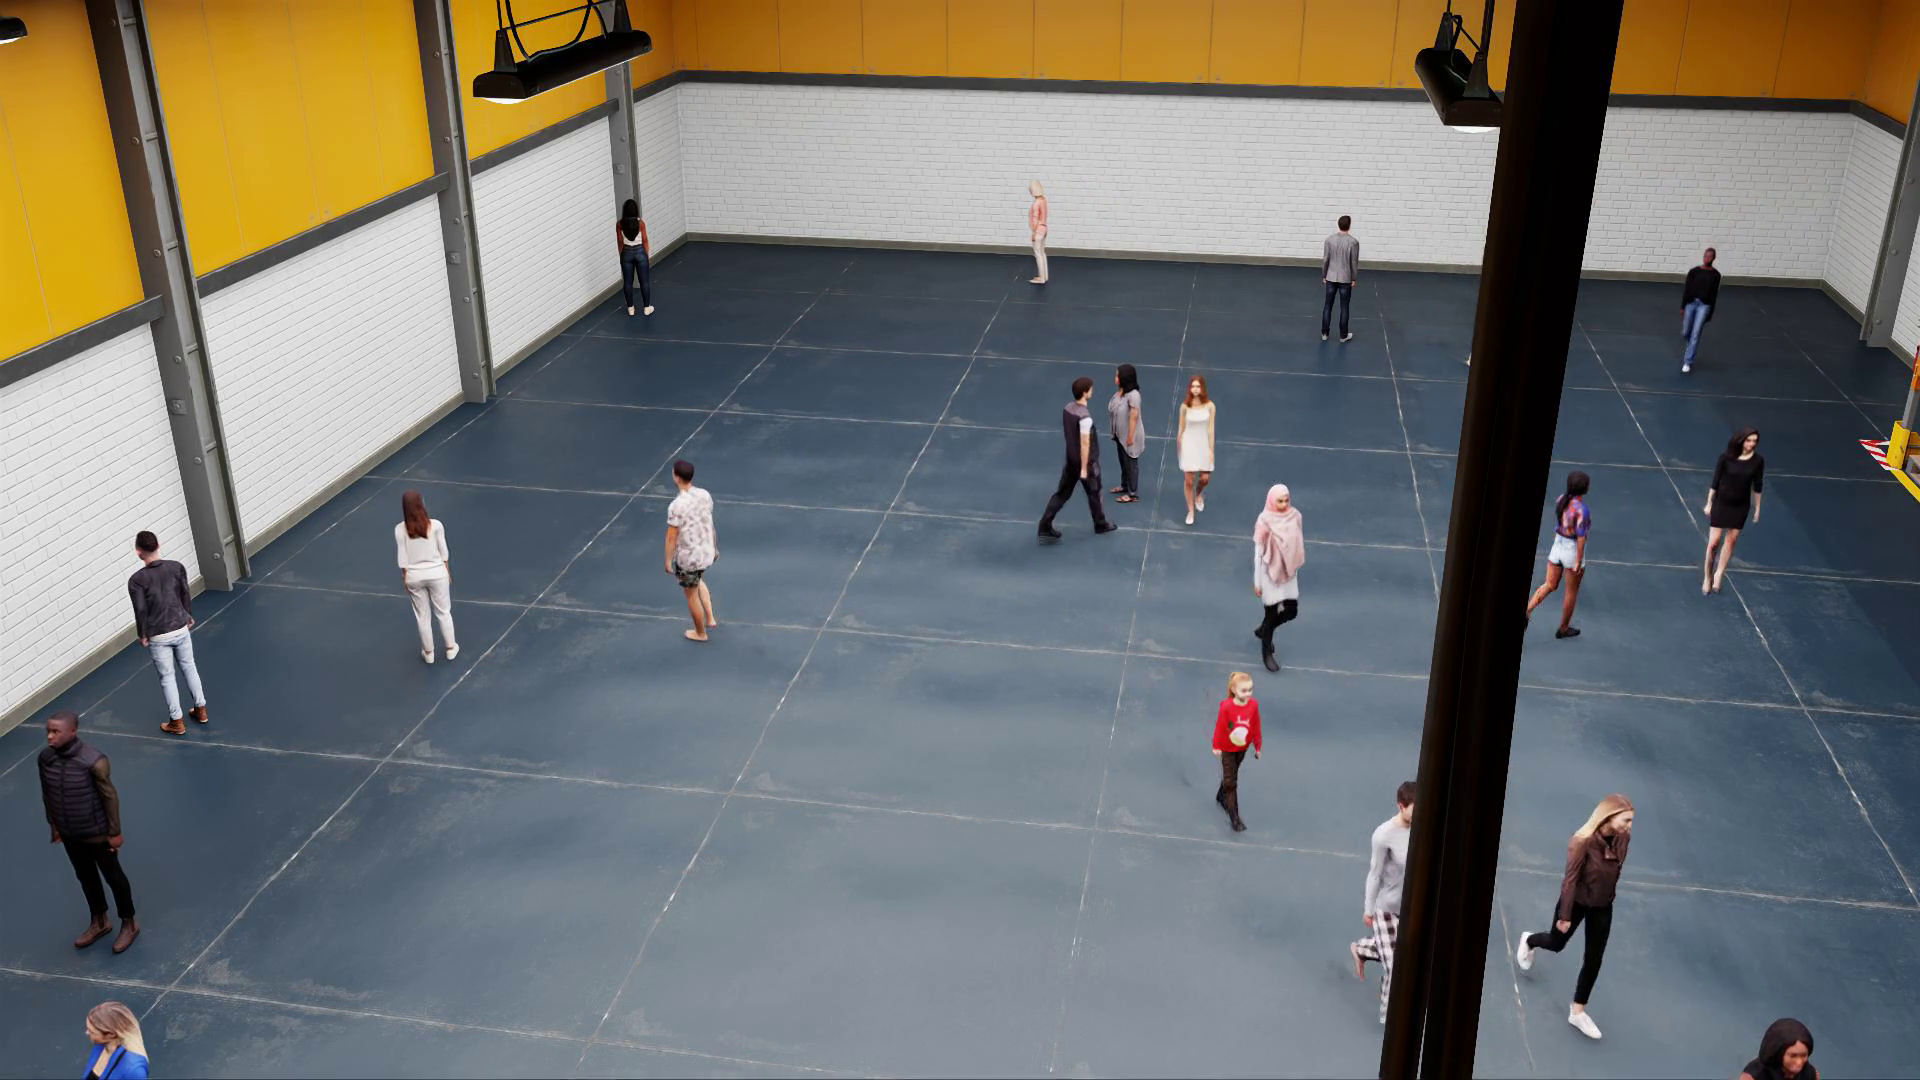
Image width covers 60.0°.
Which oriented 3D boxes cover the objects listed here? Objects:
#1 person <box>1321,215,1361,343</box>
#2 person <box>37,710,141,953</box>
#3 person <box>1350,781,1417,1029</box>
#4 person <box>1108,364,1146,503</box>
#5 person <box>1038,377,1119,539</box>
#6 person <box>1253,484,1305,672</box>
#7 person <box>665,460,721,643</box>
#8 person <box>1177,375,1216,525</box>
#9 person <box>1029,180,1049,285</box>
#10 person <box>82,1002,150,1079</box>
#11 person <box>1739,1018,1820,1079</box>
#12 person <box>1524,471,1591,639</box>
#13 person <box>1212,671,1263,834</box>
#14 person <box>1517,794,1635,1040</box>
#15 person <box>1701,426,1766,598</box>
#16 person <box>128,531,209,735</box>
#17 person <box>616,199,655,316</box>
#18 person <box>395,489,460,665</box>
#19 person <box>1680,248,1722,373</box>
[{"bbox_3d":[5.635,-3.884,24.675,0.745,1.874,0.701,11,26,24],"label":"person"},{"bbox_3d":[-5.946,1.963,11.348,0.700,1.835,0.581,5,24,12],"label":"person"},{"bbox_3d":[2.763,2.290,10.614,0.937,1.824,1.105,-8,25,-18],"label":"person"},{"bbox_3d":[1.926,-1.241,18.964,0.791,1.605,0.708,-4,24,-10],"label":"person"},{"bbox_3d":[1.187,-0.822,17.754,1.173,1.807,1.201,-11,26,-24],"label":"person"},{"bbox_3d":[2.838,0.312,15.177,0.798,1.792,0.860,-9,25,-21],"label":"person"},{"bbox_3d":[-2.436,0.132,15.576,0.878,1.803,0.760,18,29,35],"label":"person"},{"bbox_3d":[2.603,-1.024,18.354,0.573,1.696,0.699,3,24,8],"label":"person"},{"bbox_3d":[1.326,-5.148,27.762,0.679,1.718,0.531,7,25,16],"label":"person"},{"bbox_3d":[-4.356,3.140,8.824,0.700,1.699,0.710,19,30,37],"label":"person"},{"bbox_3d":[4.132,3.183,8.704,0.821,1.717,1.108,-4,24,-9],"label":"person"},{"bbox_3d":[5.613,0.168,15.593,0.958,1.724,0.980,-9,25,-21],"label":"person"},{"bbox_3d":[2.107,1.582,12.943,0.770,1.255,0.924,-8,25,-18],"label":"person"},{"bbox_3d":[3.978,2.321,10.730,0.933,1.674,1.167,-4,24,-10],"label":"person"},{"bbox_3d":[7.691,-0.323,16.627,0.635,1.795,0.592,5,24,11],"label":"person"},{"bbox_3d":[-6.705,0.770,14.075,0.791,1.837,0.641,15,28,31],"label":"person"},{"bbox_3d":[-5.090,-4.419,25.986,0.678,1.804,0.651,0,24,0],"label":"person"},{"bbox_3d":[-4.895,0.330,15.267,0.680,1.688,0.689,-7,25,-16],"label":"person"},{"bbox_3d":[10.407,-3.273,23.452,0.831,1.733,1.071,13,27,28],"label":"person"}]
